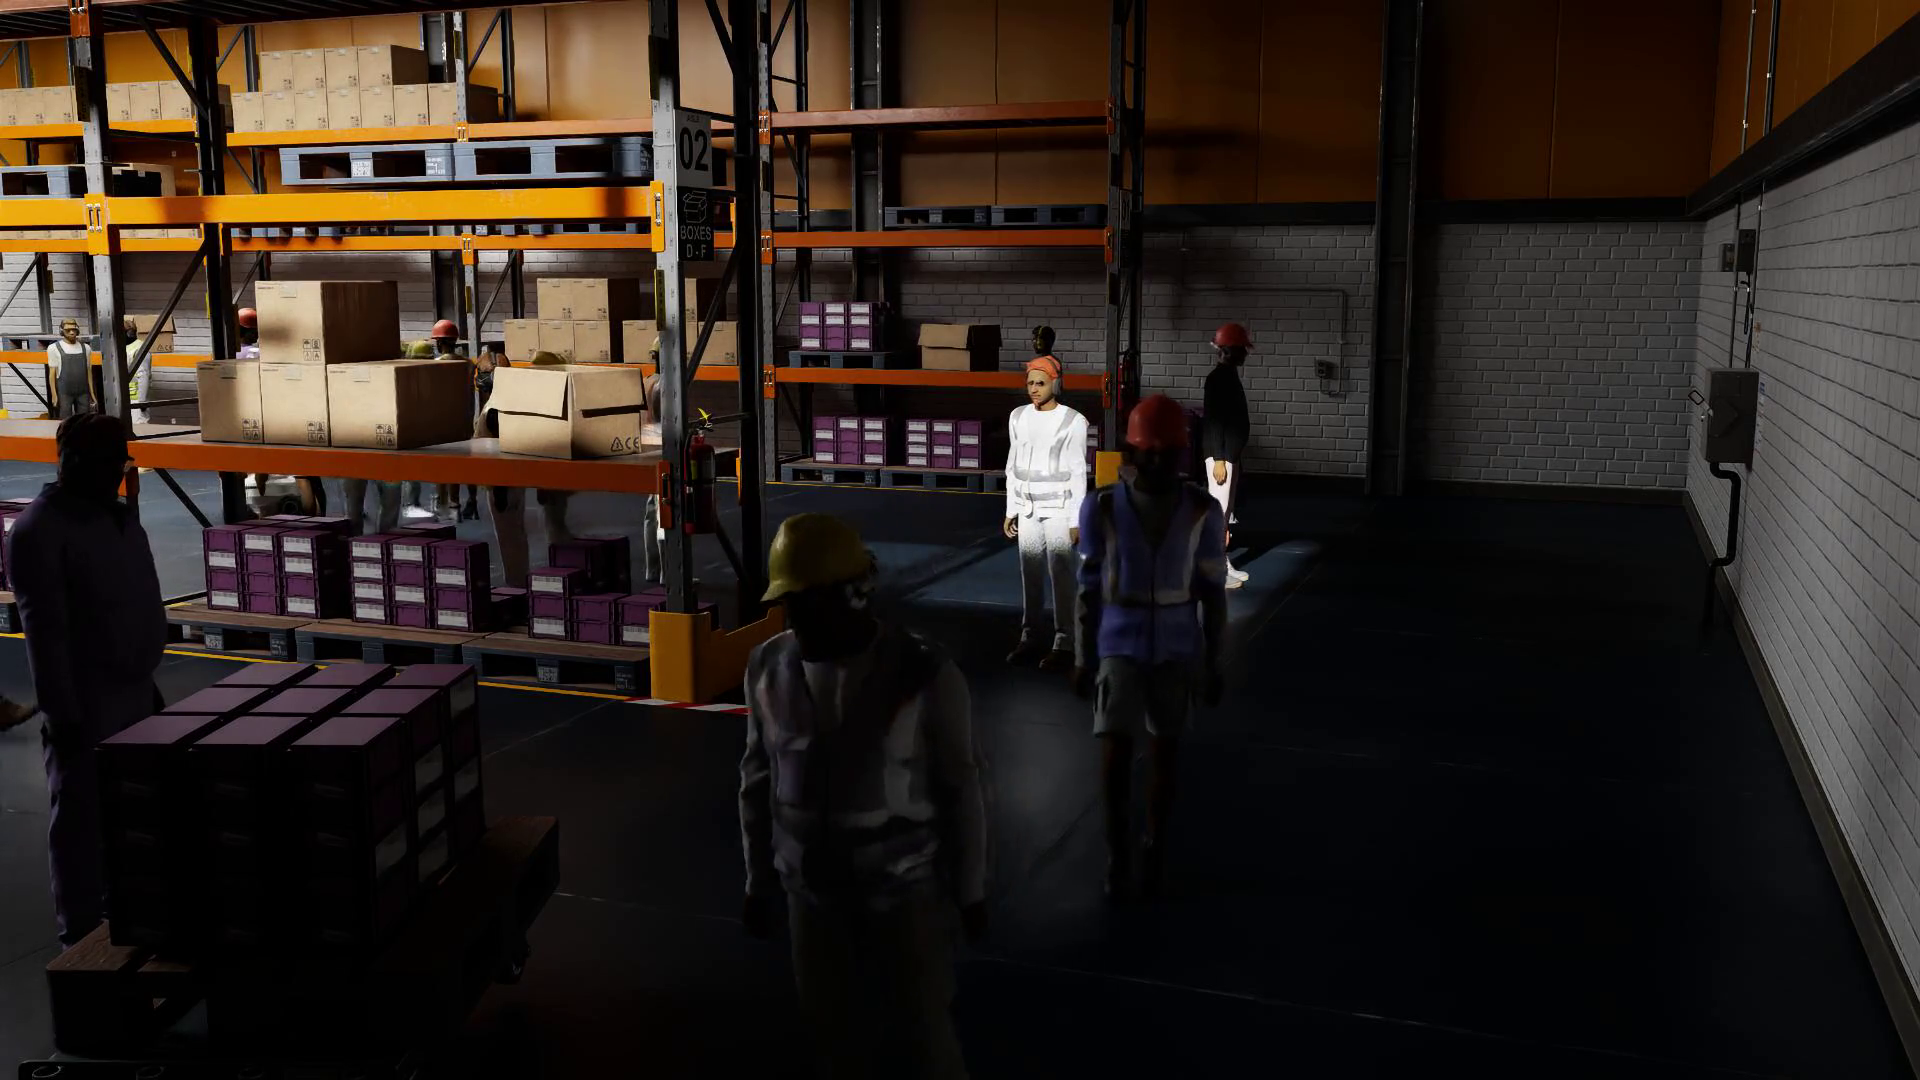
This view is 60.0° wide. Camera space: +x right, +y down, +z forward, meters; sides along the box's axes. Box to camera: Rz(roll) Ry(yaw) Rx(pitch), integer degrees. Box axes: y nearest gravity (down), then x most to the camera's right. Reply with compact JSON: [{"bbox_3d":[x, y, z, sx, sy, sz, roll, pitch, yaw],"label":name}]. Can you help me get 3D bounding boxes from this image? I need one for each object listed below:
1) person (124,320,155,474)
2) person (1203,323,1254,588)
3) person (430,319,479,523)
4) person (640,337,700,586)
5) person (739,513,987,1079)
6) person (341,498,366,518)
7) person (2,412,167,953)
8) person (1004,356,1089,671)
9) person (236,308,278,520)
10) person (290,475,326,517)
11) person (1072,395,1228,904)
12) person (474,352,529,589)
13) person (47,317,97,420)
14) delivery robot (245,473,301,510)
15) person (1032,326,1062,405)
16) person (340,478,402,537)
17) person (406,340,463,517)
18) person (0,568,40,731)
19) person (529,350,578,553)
[{"bbox_3d":[-9.839,-1.698,19.786,0.624,1.836,0.429,8,12,40],"label":"person"},{"bbox_3d":[2.023,-0.644,12.642,0.375,1.996,0.608,3,10,21],"label":"person"},{"bbox_3d":[-4.862,-1.127,15.861,0.374,1.935,0.552,5,10,27],"label":"person"},{"bbox_3d":[-2.233,-0.607,12.661,0.382,1.917,0.585,-6,11,-32],"label":"person"},{"bbox_3d":[-0.255,0.818,4.115,0.624,1.799,0.472,3,10,19],"label":"person"},{"bbox_3d":[-5.860,-1.032,15.940,0.530,1.717,0.873,-7,12,-39],"label":"person"},{"bbox_3d":[-2.900,0.517,5.653,0.406,1.902,0.639,0,9,-1],"label":"person"},{"bbox_3d":[0.509,-0.164,9.998,0.575,1.880,0.359,8,12,40],"label":"person"},{"bbox_3d":[-6.737,-1.174,15.823,0.606,2.044,0.373,3,10,20],"label":"person"},{"bbox_3d":[-5.701,-0.878,14.328,0.385,1.927,0.545,0,9,2],"label":"person"},{"bbox_3d":[0.712,0.421,6.179,0.564,1.917,0.504,0,9,-1],"label":"person"},{"bbox_3d":[-3.170,-0.384,11.528,0.428,1.836,0.625,-1,9,-8],"label":"person"},{"bbox_3d":[-10.814,-1.786,20.282,0.326,1.843,0.517,7,11,38],"label":"person"},{"bbox_3d":[-6.620,-0.497,15.933,0.707,0.478,0.477,-2,9,-11],"label":"delivery robot"},{"bbox_3d":[0.849,-1.166,16.331,0.313,1.865,0.528,2,9,15],"label":"person"},{"bbox_3d":[-4.680,-0.656,13.079,0.761,1.899,0.372,-7,11,-37],"label":"person"},{"bbox_3d":[-5.139,-1.076,16.212,0.647,1.723,0.498,-1,9,-5],"label":"person"},{"bbox_3d":[-5.183,0.173,8.553,0.861,1.644,0.544,-1,9,-3],"label":"person"},{"bbox_3d":[-2.943,-0.472,12.120,0.434,1.814,0.609,1,9,3],"label":"person"}]
